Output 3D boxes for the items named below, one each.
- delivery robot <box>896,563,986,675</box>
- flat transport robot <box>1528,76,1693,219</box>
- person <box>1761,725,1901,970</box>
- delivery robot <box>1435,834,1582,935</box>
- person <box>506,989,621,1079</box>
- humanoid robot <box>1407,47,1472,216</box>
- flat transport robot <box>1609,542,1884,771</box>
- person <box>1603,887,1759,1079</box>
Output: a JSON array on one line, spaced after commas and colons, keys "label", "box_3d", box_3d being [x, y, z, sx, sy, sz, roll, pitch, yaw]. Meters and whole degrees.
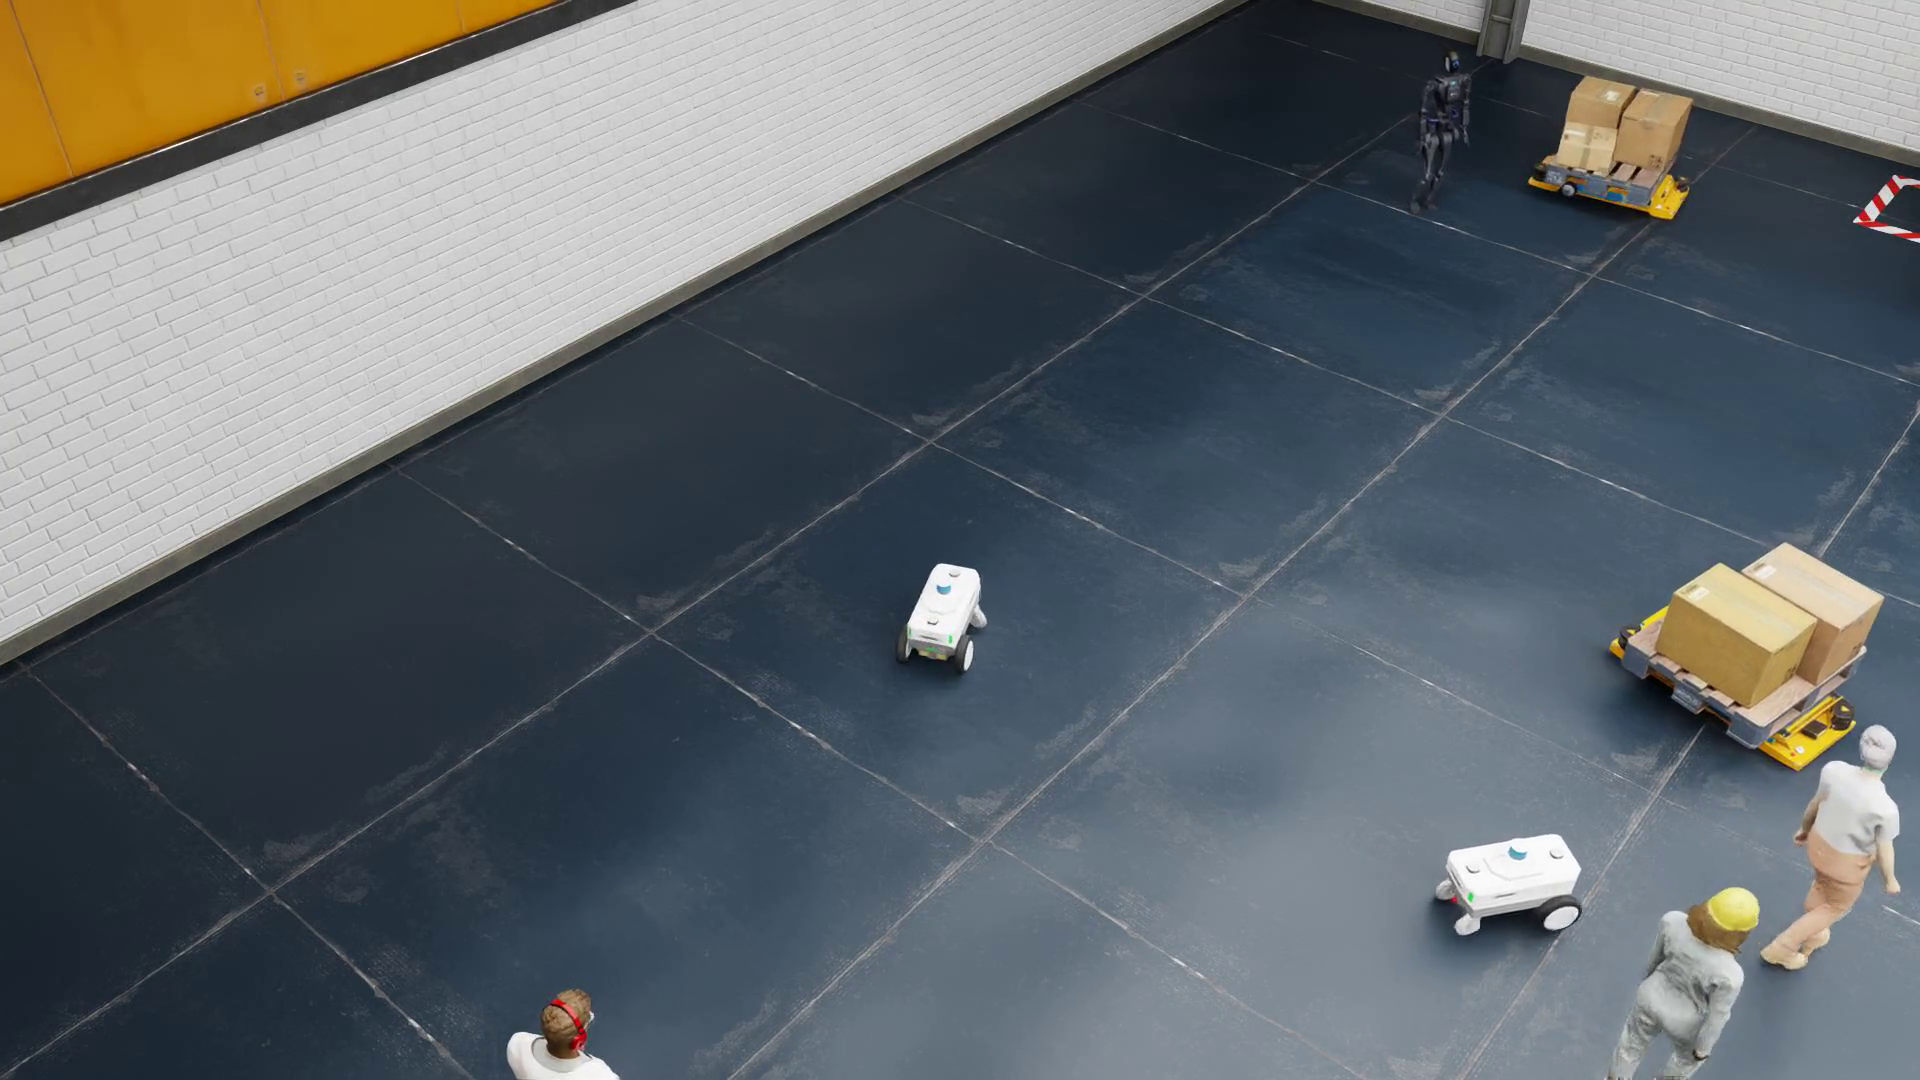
[{"label": "delivery robot", "box_3d": [-0.103, 0.522, 11.404, 0.524, 0.587, 0.748, 10, 40, 12]}, {"label": "flat transport robot", "box_3d": [6.545, -3.607, 16.763, 1.431, 0.231, 0.659, 21, 43, 24]}, {"label": "person", "box_3d": [4.800, 1.699, 9.025, 0.463, 1.702, 0.533, -11, 40, -14]}, {"label": "delivery robot", "box_3d": [3.194, 1.964, 9.627, 0.801, 0.602, 0.499, -7, 39, -9]}, {"label": "person", "box_3d": [-1.750, 2.734, 7.648, 0.569, 1.832, 0.389, 15, 41, 18]}, {"label": "humanoid robot", "box_3d": [4.648, -3.931, 16.042, 0.588, 1.657, 0.369, -13, 41, -16]}, {"label": "flat transport robot", "box_3d": [5.160, 0.937, 11.123, 0.659, 0.231, 1.431, -25, 45, -28]}, {"label": "person", "box_3d": [3.593, 2.308, 8.258, 0.568, 1.714, 0.506, -20, 43, -23]}]
